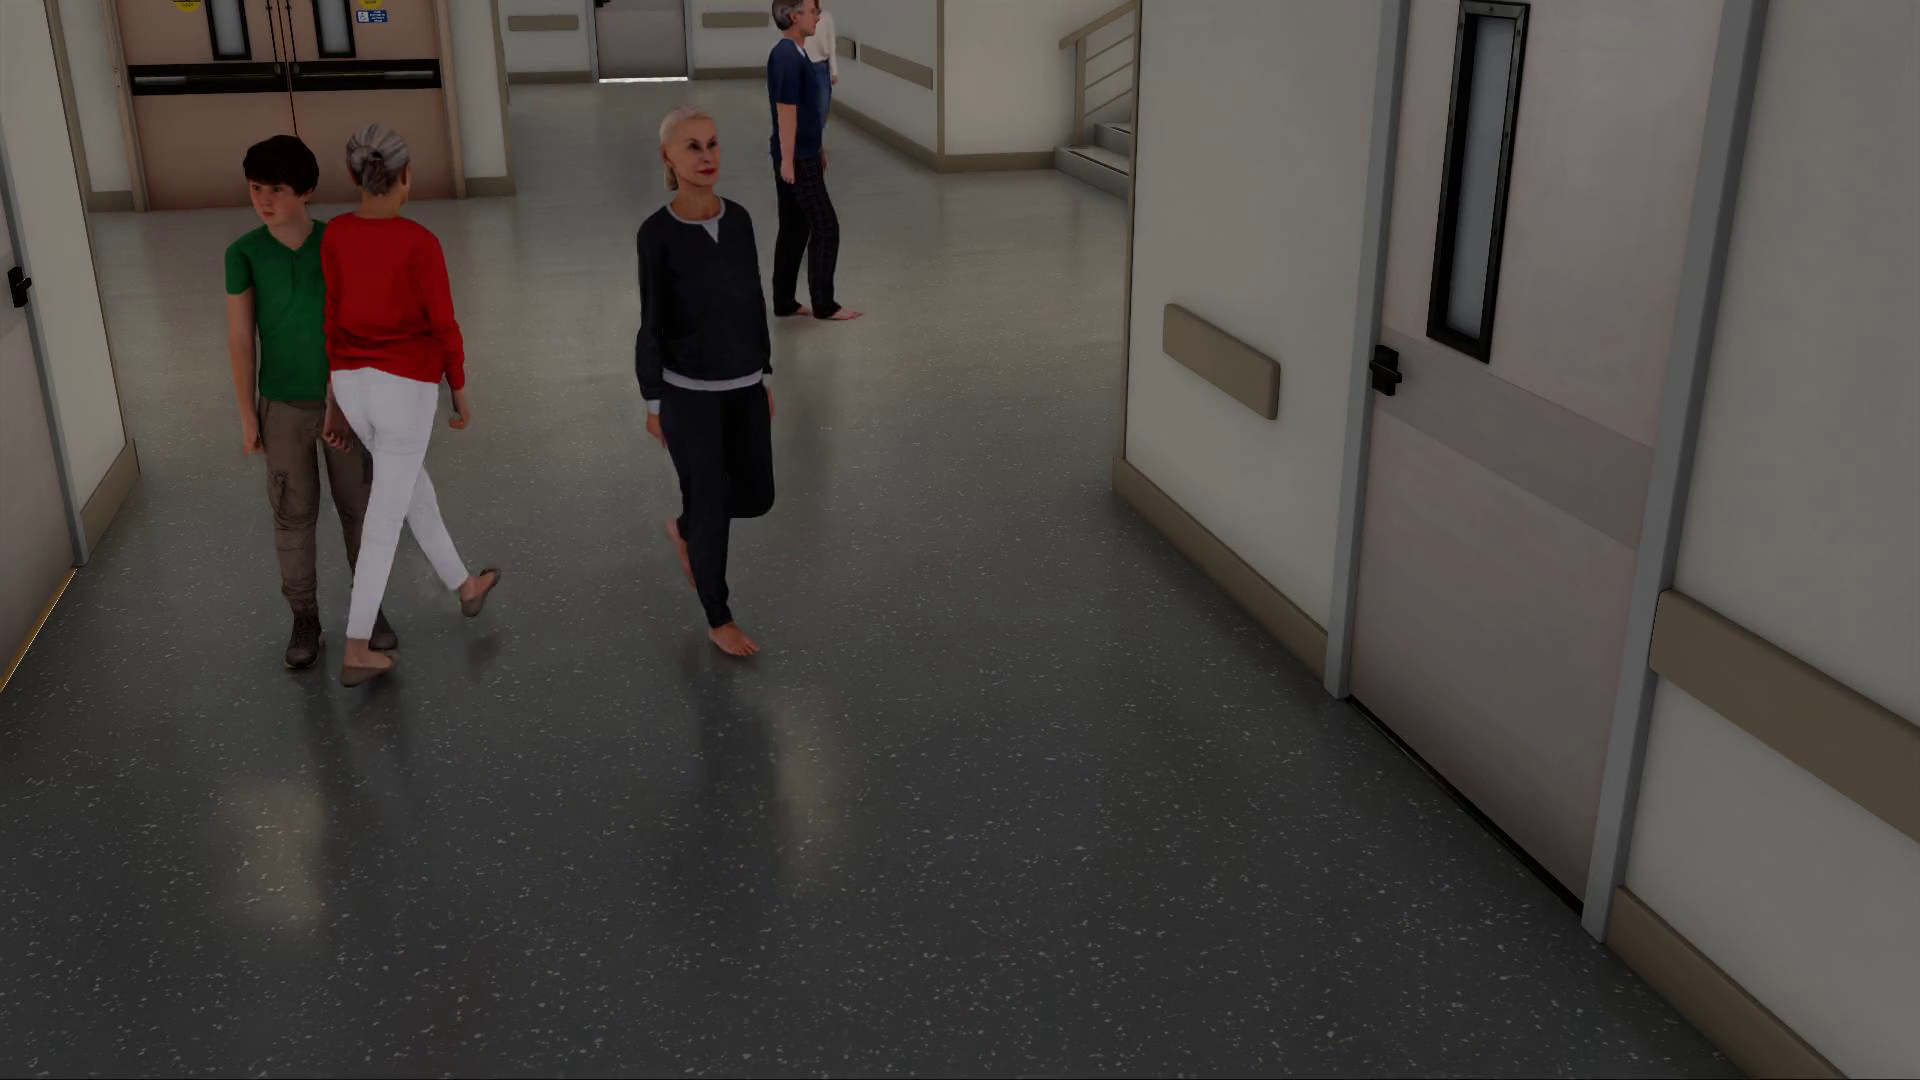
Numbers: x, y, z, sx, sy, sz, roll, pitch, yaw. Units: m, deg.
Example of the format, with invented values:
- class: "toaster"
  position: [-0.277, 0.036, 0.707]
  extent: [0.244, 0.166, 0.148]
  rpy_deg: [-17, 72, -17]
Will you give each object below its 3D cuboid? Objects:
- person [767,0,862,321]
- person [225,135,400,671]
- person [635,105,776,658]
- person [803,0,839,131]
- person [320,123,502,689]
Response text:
- class: "person"
  position: [-1.004, -2.168, 9.477]
  extent: [0.844, 1.858, 0.777]
  rpy_deg: [0, 21, 0]
- class: "person"
  position: [-2.007, -0.425, 5.169]
  extent: [0.509, 1.651, 0.684]
  rpy_deg: [-9, 23, -22]
- class: "person"
  position: [-0.834, -0.508, 5.301]
  extent: [0.910, 1.712, 0.904]
  rpy_deg: [-18, 27, -40]
- class: "person"
  position: [-1.356, -4.255, 15.248]
  extent: [0.932, 1.674, 0.747]
  rpy_deg: [-3, 21, -7]
- class: "person"
  position: [-1.747, -0.346, 4.962]
  extent: [1.050, 1.650, 0.990]
  rpy_deg: [6, 21, 15]
